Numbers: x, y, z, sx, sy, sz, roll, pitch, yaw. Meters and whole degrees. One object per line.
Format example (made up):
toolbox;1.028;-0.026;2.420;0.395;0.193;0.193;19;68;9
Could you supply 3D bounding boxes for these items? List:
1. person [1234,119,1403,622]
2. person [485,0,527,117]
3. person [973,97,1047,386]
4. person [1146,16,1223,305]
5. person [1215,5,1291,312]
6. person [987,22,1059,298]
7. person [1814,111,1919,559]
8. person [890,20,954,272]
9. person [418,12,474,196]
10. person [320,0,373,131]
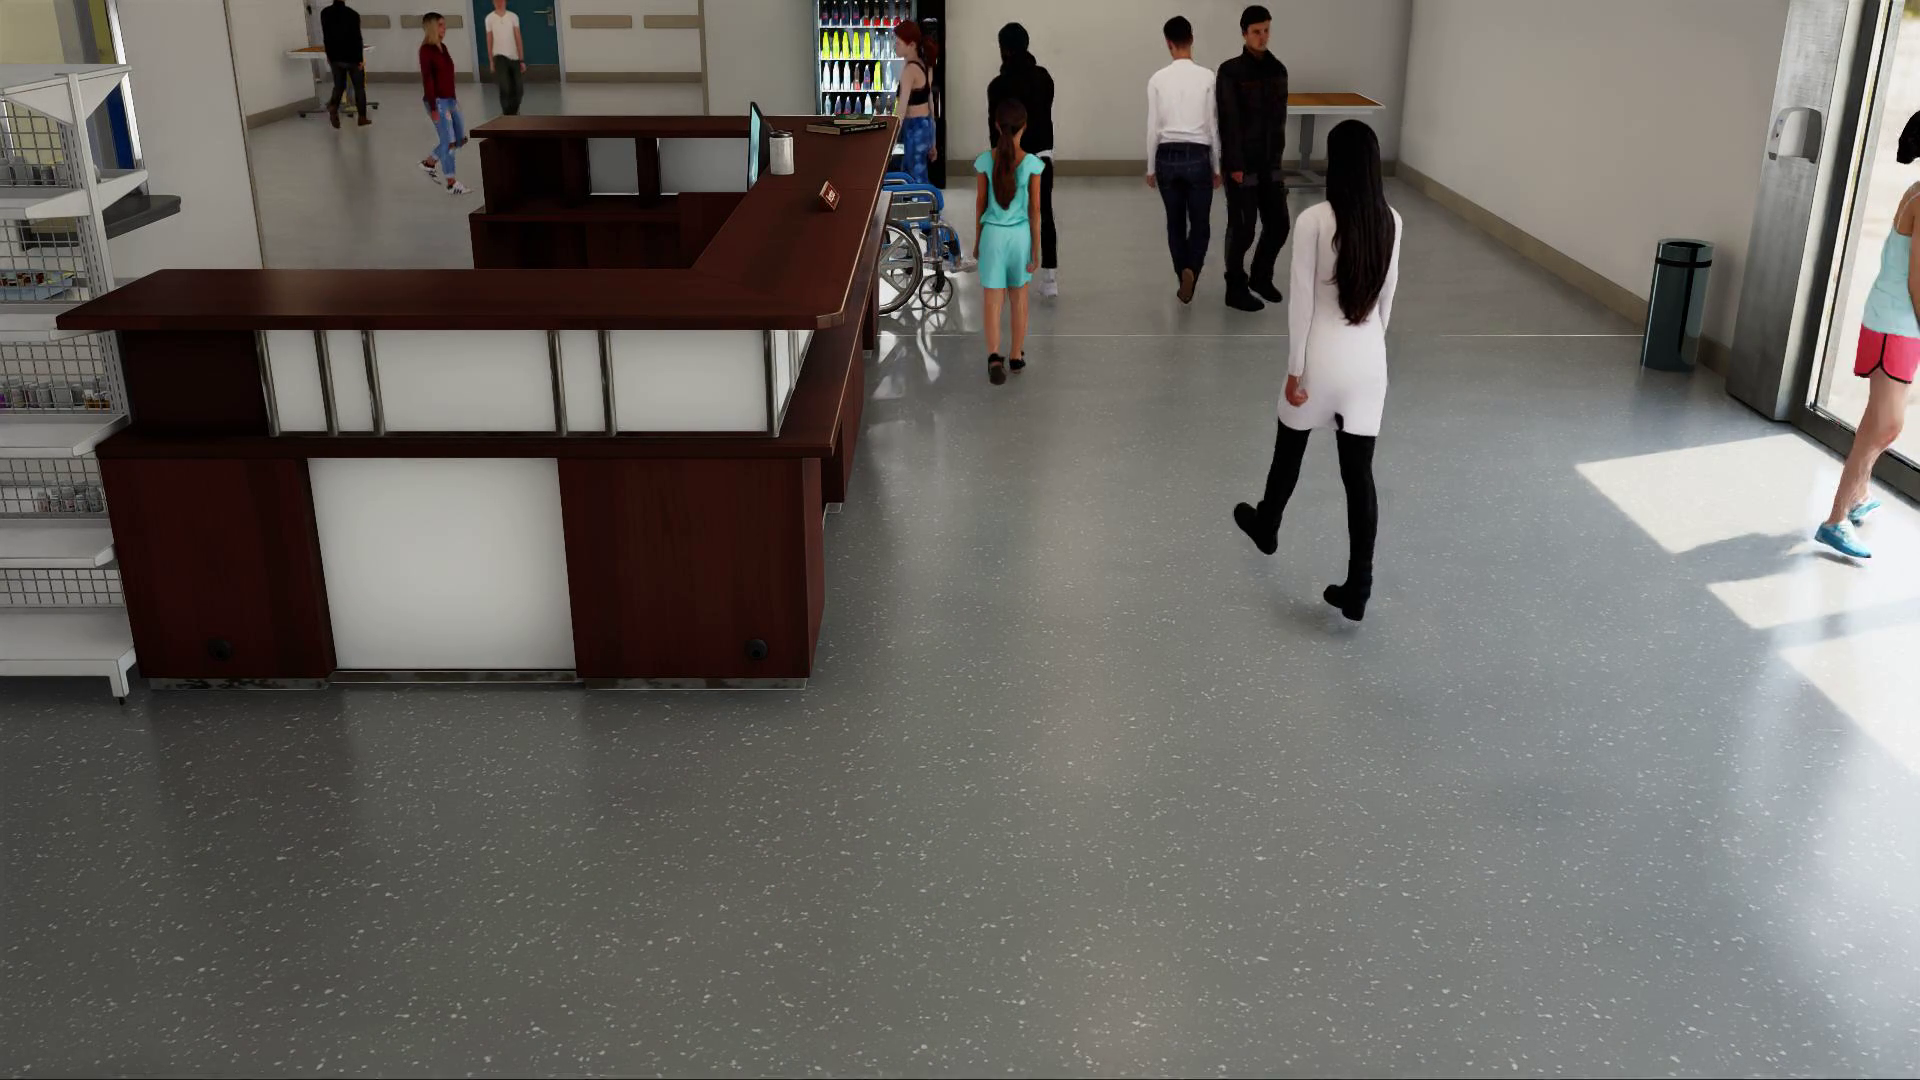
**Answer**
person;1.400;-0.558;6.008;1.157;1.755;0.919;-6;22;-15
person;-5.309;-5.611;19.522;1.047;1.633;0.839;-6;22;-16
person;0.239;-1.595;9.057;0.917;1.535;0.664;2;21;4
person;1.446;-2.411;10.780;0.975;1.842;0.845;5;21;13
person;1.843;-2.483;10.845;0.759;1.929;0.886;-14;25;-33
person;0.473;-2.469;11.057;1.267;1.754;1.083;-8;22;-19
person;3.799;-0.850;6.776;0.853;1.758;0.978;5;21;14
person;-0.225;-2.737;11.774;0.972;1.747;0.813;9;23;23
person;-4.809;-3.976;15.227;0.862;1.617;0.693;4;21;11
person;-7.382;-5.777;19.865;0.942;1.702;0.738;1;21;4
